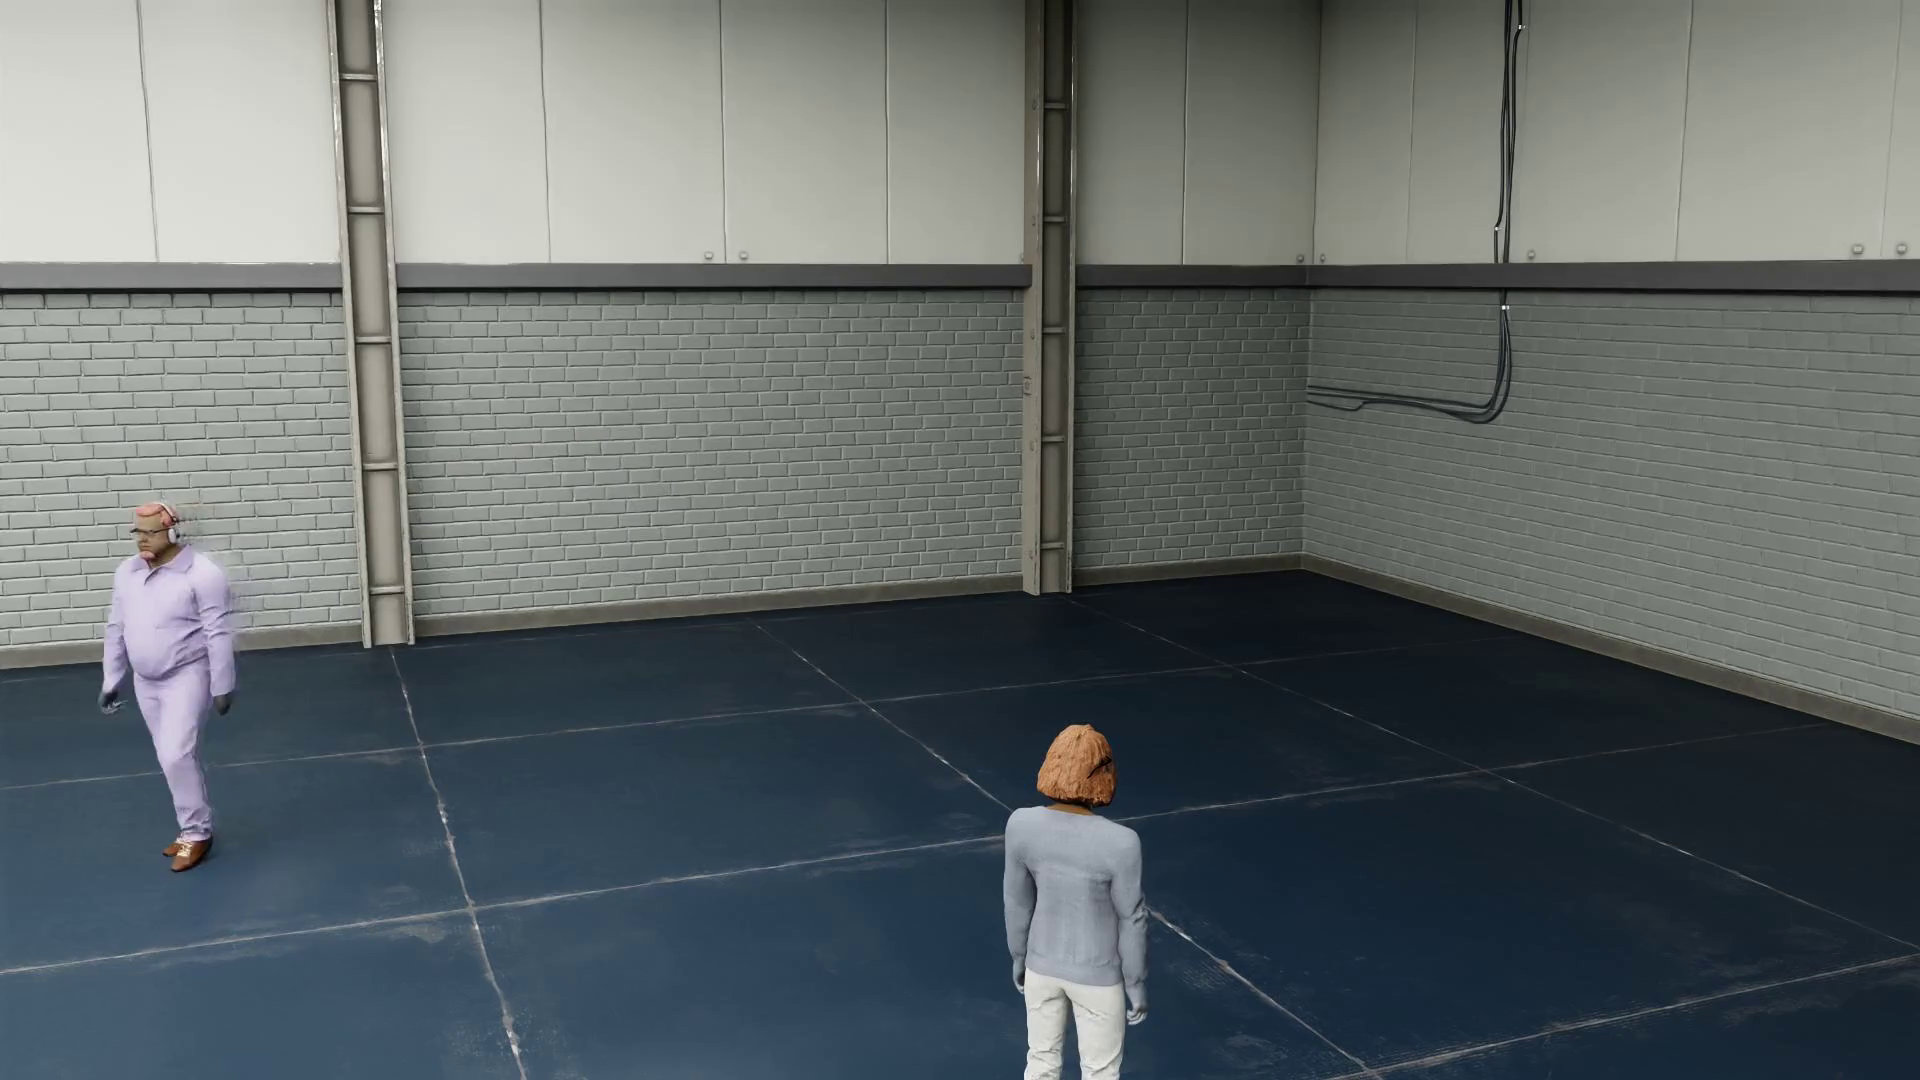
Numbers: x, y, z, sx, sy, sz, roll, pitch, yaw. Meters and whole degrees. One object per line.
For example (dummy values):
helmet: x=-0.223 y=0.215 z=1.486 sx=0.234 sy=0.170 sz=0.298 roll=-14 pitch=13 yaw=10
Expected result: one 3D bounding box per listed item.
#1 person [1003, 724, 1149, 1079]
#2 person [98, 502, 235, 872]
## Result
person: x=0.372 y=1.386 z=5.289 sx=0.498 sy=1.634 sz=0.280 roll=6 pitch=11 yaw=32
person: x=-4.108 y=0.745 z=8.551 sx=0.654 sy=1.886 sz=0.646 roll=3 pitch=10 yaw=20
